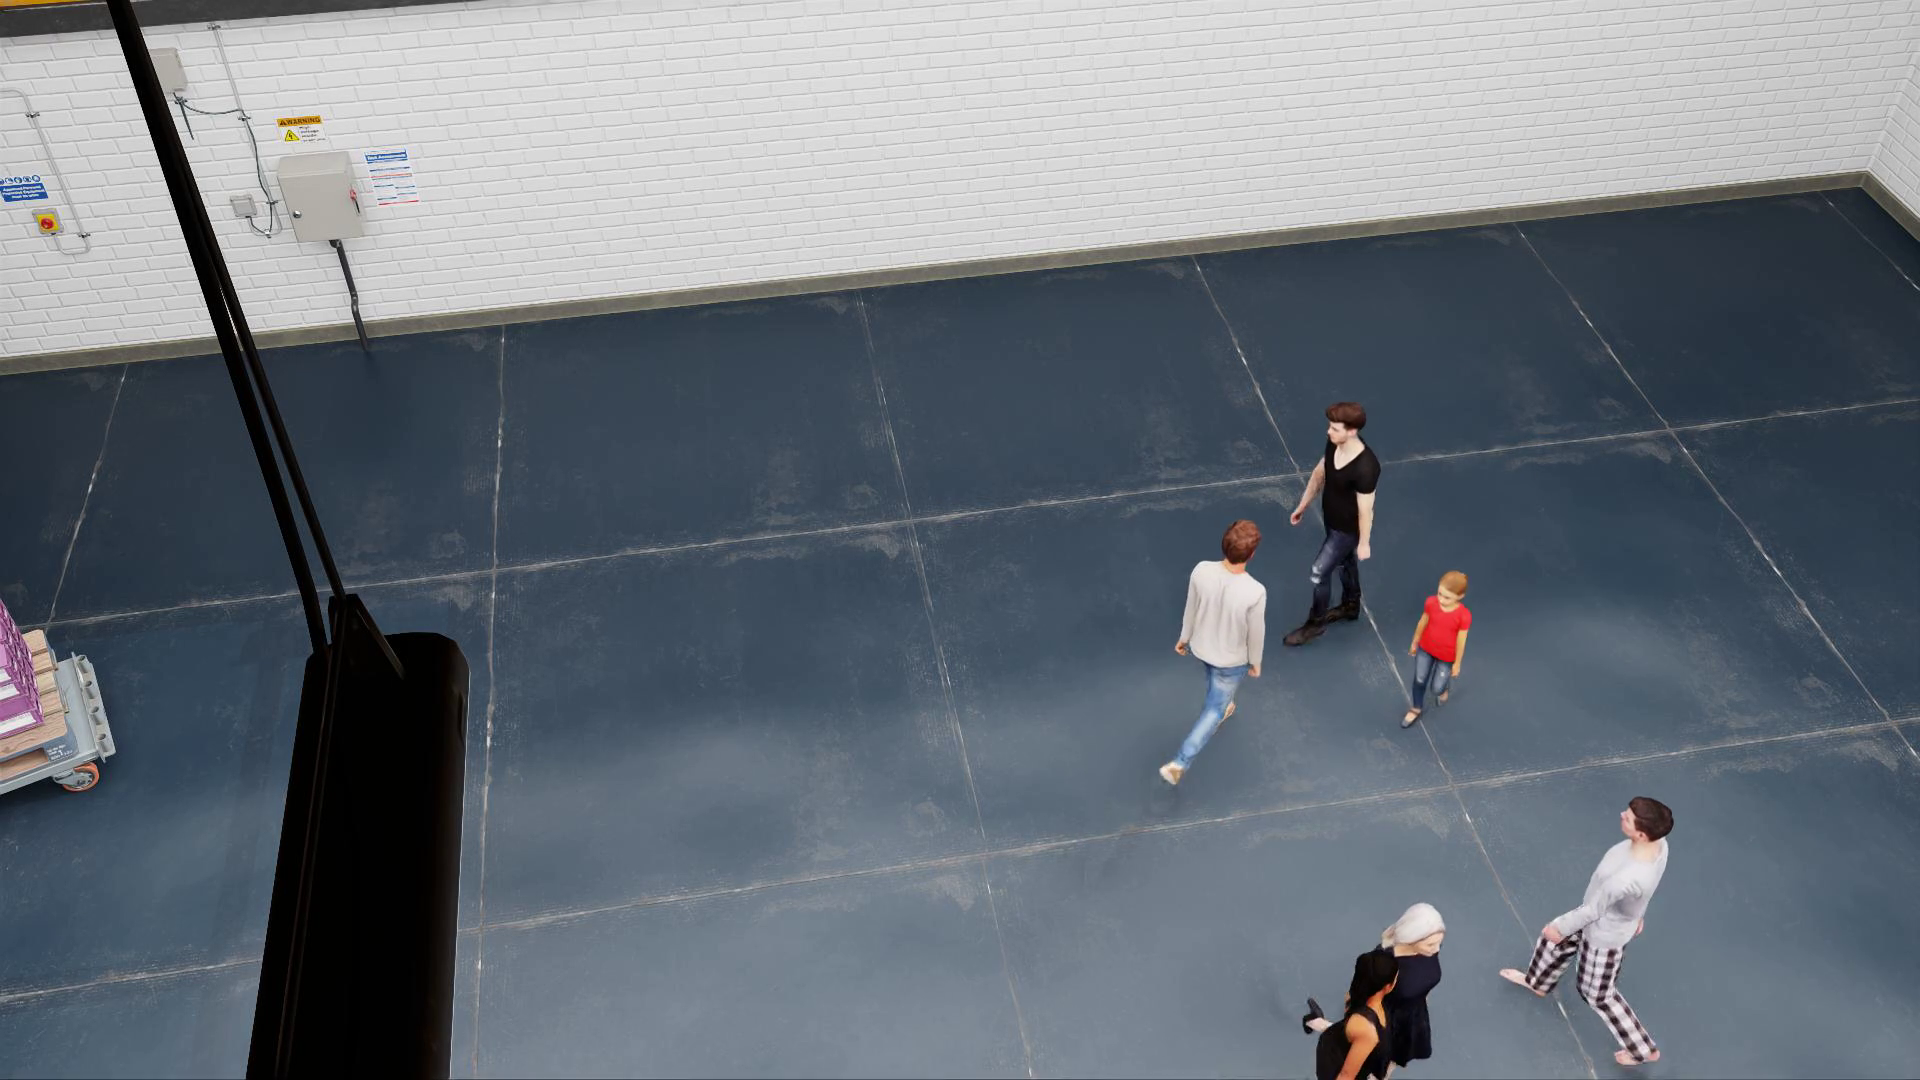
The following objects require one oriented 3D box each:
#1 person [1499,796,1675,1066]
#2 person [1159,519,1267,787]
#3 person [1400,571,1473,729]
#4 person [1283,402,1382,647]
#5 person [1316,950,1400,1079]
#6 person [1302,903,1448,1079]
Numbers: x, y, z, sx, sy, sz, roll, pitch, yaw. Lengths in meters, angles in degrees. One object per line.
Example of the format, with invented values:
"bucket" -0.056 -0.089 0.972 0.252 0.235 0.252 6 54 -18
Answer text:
"person" 3.410 2.043 8.554 1.170 1.810 1.097 26 50 25
"person" 1.500 0.713 9.909 1.203 1.867 1.243 29 51 27
"person" 3.019 0.659 10.378 0.677 1.298 0.726 31 52 28
"person" 2.584 -0.134 10.799 0.746 1.865 0.755 -10 44 -10
"person" 1.827 2.582 8.112 0.856 1.639 0.692 17 46 17
"person" 2.094 2.307 8.335 0.810 1.730 1.001 -23 48 -23
